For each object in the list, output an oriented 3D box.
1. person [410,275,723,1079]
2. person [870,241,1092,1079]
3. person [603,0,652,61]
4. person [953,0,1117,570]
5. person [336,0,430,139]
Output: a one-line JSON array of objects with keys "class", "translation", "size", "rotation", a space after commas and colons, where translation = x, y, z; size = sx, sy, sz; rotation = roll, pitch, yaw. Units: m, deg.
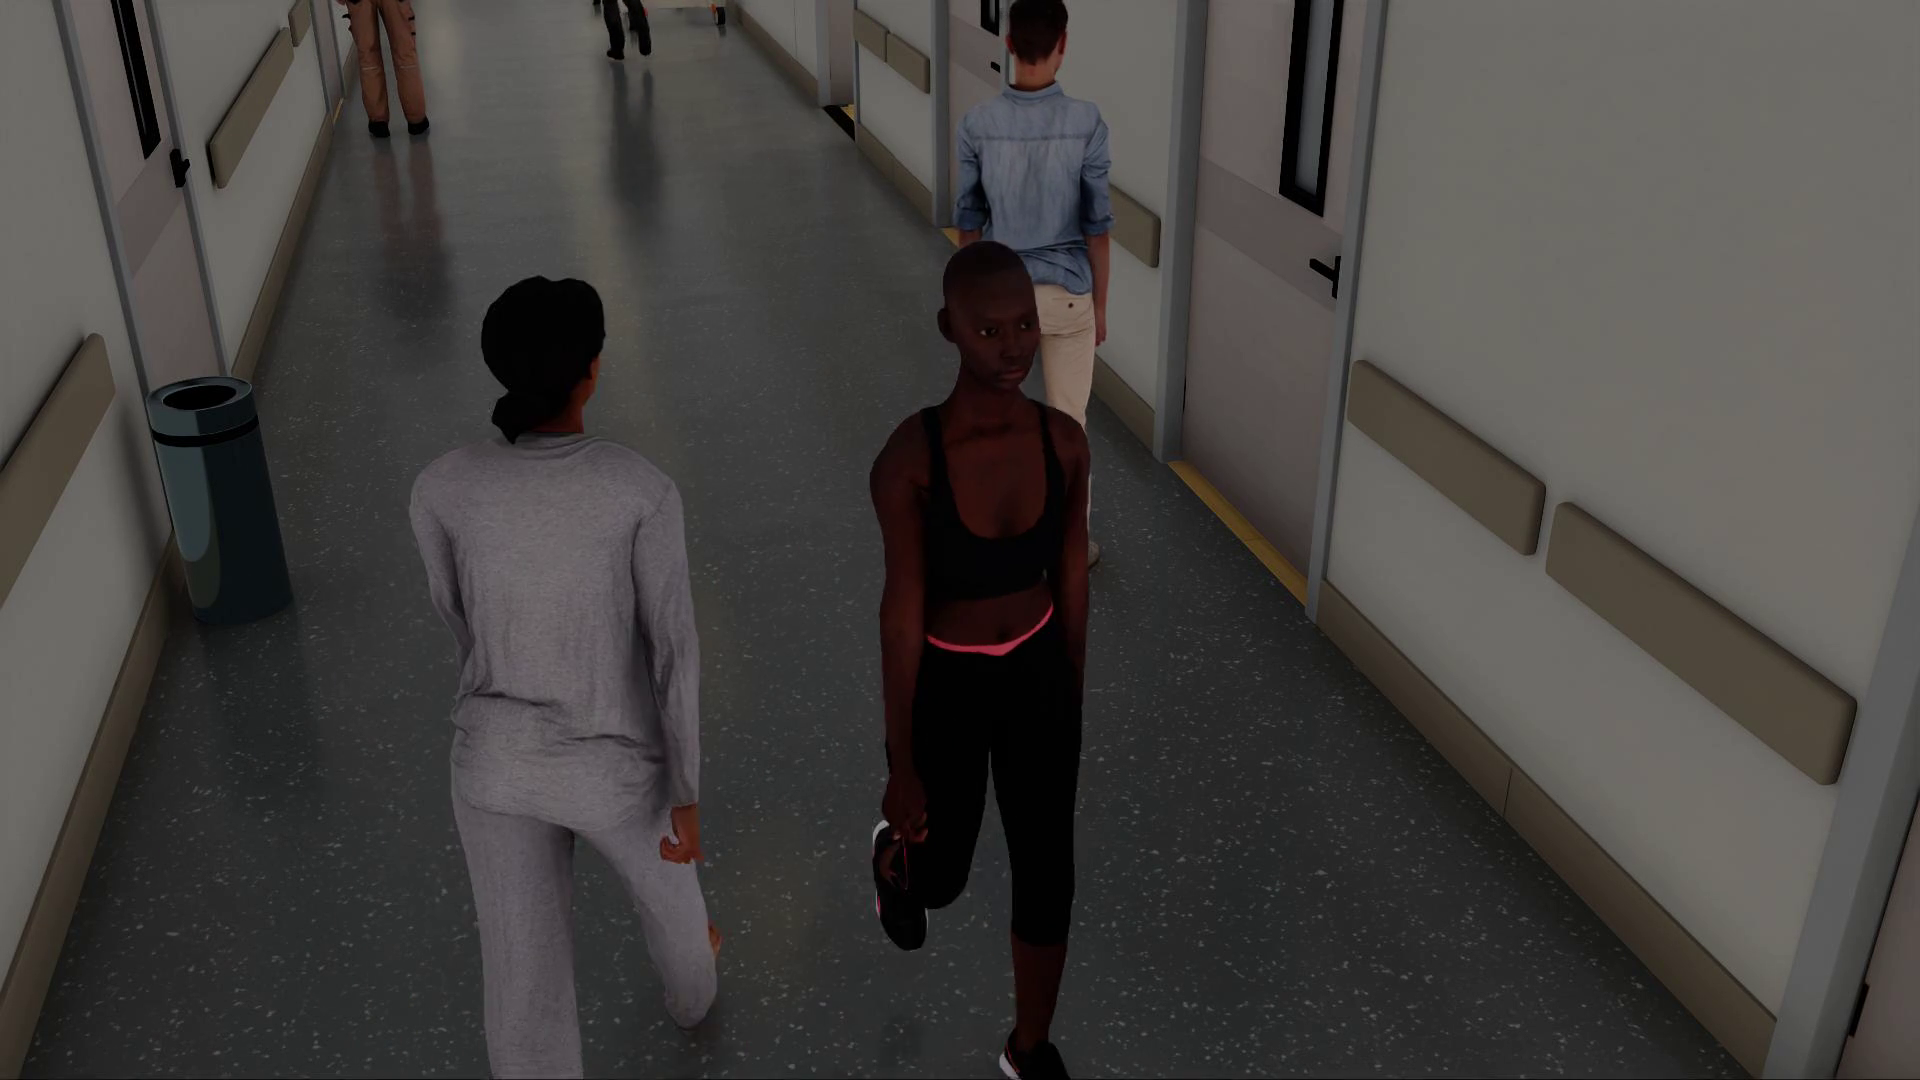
[{"class": "person", "translation": [-0.698, 0.447, 2.857], "size": [1.039, 1.698, 0.880], "rotation": [-1, 26, -2]}, {"class": "person", "translation": [-0.008, 0.288, 3.135], "size": [0.937, 1.743, 0.745], "rotation": [-13, 29, -25]}, {"class": "person", "translation": [-2.842, -4.887, 13.813], "size": [0.910, 1.788, 0.902], "rotation": [-16, 30, -30]}, {"class": "person", "translation": [0.229, -0.744, 5.156], "size": [0.652, 1.847, 0.790], "rotation": [5, 26, 10]}, {"class": "person", "translation": [-3.954, -3.719, 11.236], "size": [0.553, 1.924, 0.769], "rotation": [-9, 27, -18]}]
